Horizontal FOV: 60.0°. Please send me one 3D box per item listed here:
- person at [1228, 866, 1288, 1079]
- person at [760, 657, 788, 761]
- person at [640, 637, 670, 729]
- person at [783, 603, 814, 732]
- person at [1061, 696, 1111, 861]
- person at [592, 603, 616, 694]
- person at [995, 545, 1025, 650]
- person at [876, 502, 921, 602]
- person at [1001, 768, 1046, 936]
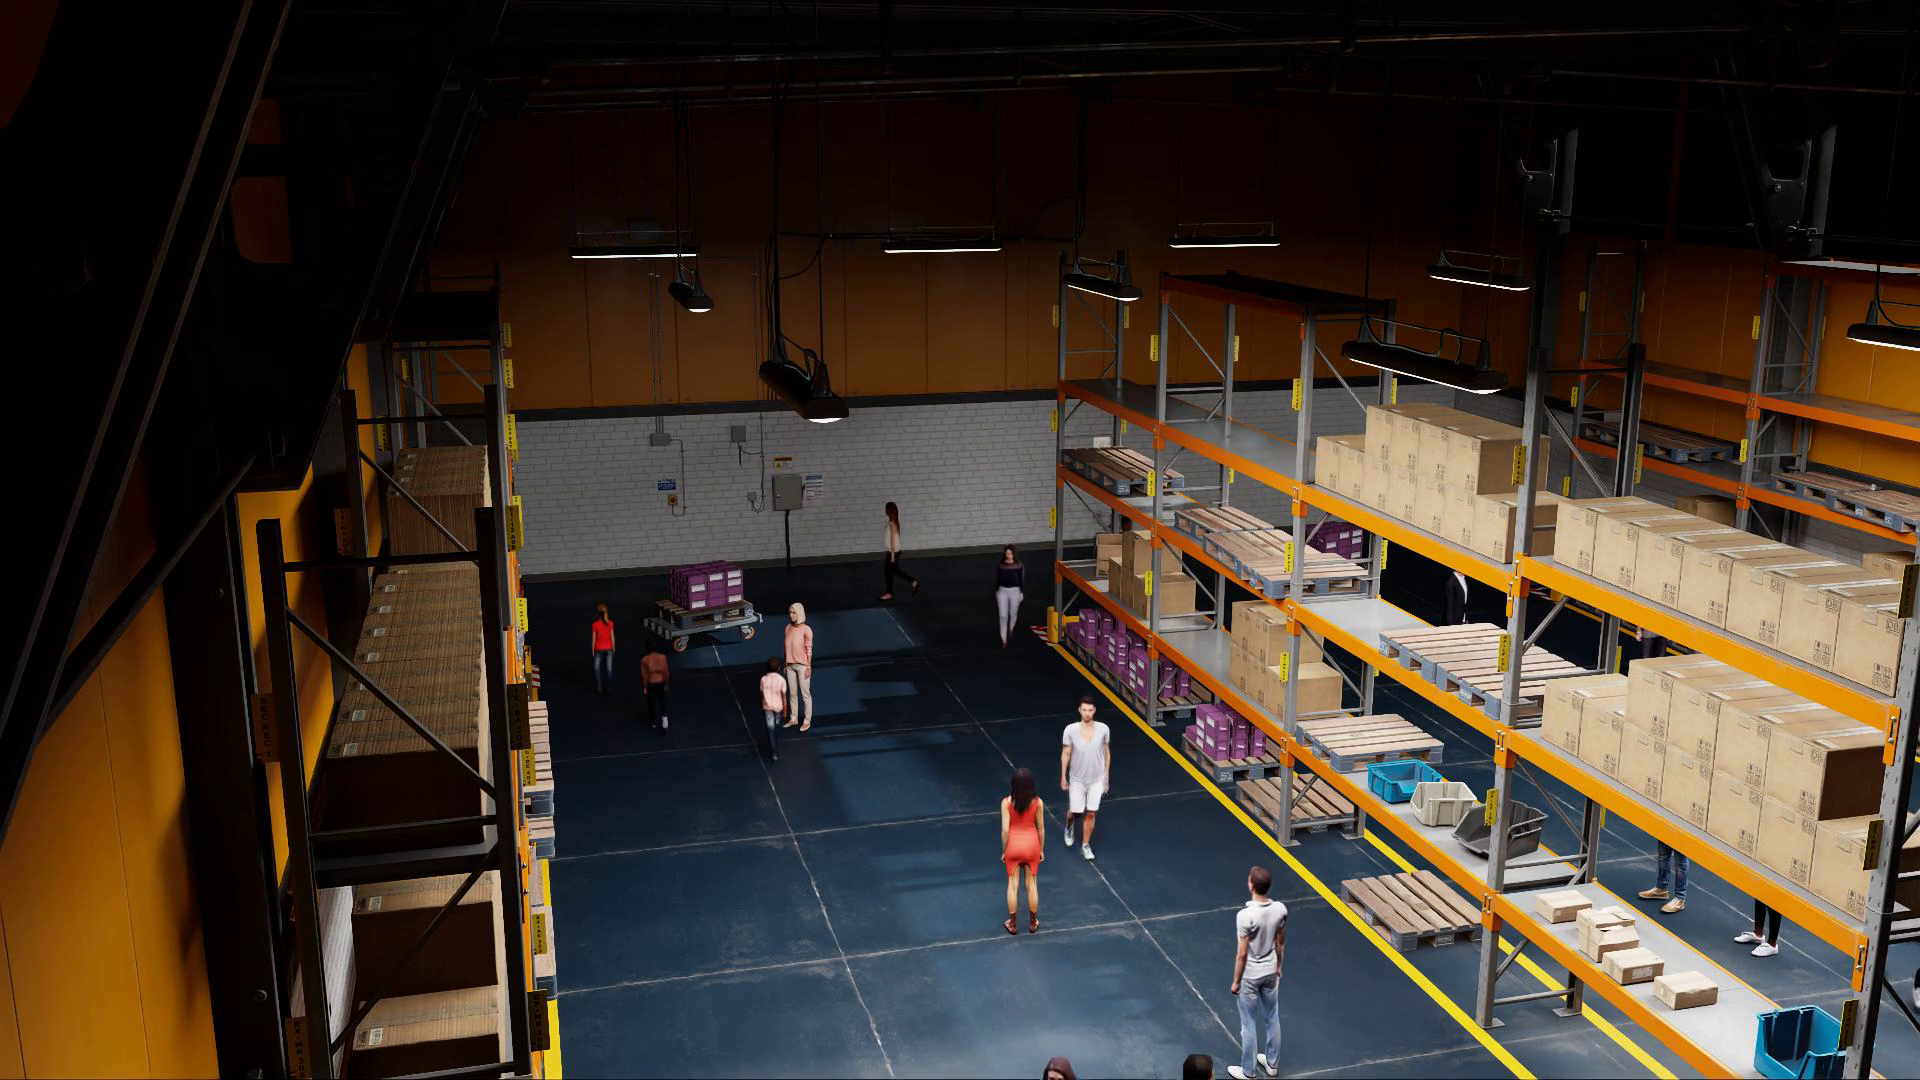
[{"bbox_3d":[2.456,3.578,13.711,0.707,1.850,0.635,-8,16,-29],"label":"person"},{"bbox_3d":[-2.356,2.139,20.880,0.507,1.273,0.904,-3,14,-11],"label":"person"},{"bbox_3d":[-4.010,1.900,21.923,0.598,1.247,0.769,-6,15,-24],"label":"person"},{"bbox_3d":[-2.130,1.652,21.929,0.671,1.725,0.731,8,16,29],"label":"person"},{"bbox_3d":[1.352,2.537,18.040,0.709,1.837,0.800,-2,14,-8],"label":"person"},{"bbox_3d":[-4.988,1.534,23.305,0.528,1.306,0.578,-6,15,-22],"label":"person"},{"bbox_3d":[0.769,0.855,25.573,0.843,1.560,1.172,1,14,5],"label":"person"},{"bbox_3d":[-1.033,0.212,27.927,0.811,1.702,0.969,0,14,0],"label":"person"},{"bbox_3d":[0.610,3.030,16.252,0.616,1.719,0.570,-2,14,-6],"label":"person"}]
